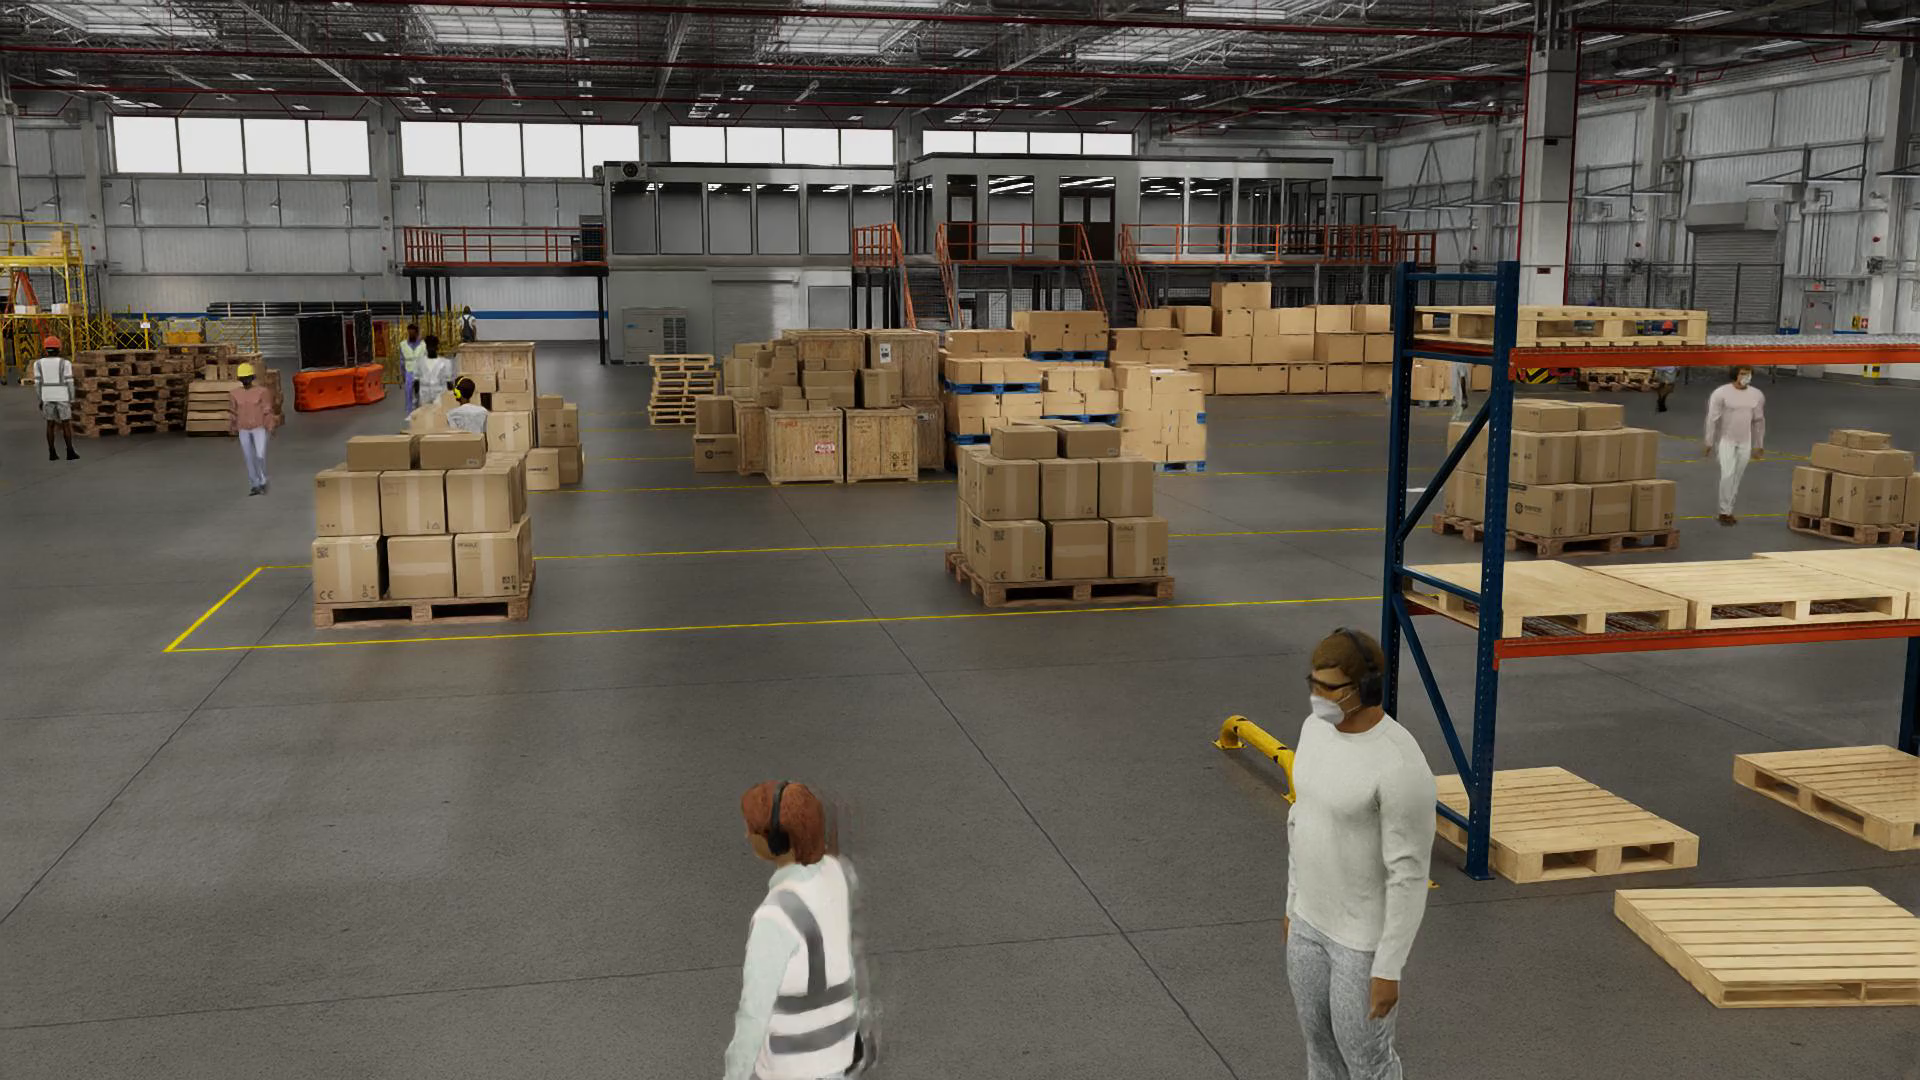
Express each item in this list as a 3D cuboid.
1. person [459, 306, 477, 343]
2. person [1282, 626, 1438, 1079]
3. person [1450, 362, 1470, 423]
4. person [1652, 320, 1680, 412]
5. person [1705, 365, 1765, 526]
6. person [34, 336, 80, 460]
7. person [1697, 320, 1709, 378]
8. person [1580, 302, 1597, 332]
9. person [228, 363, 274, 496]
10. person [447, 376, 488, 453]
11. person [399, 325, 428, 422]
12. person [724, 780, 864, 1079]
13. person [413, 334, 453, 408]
[{"bbox_3d":[-14.807,-6.123,50.095,0.505,1.846,0.346,0,9,-2],"label":"person"},{"bbox_3d":[1.185,1.210,5.119,0.373,1.937,0.630,-3,10,-20],"label":"person"},{"bbox_3d":[8.046,-2.297,26.686,0.328,1.876,0.513,0,9,0],"label":"person"},{"bbox_3d":[14.600,-3.593,34.443,0.566,1.922,0.600,8,12,41],"label":"person"},{"bbox_3d":[9.019,-1.103,19.266,0.661,1.915,0.676,-1,9,-6],"label":"person"},{"bbox_3d":[-14.097,-2.206,25.937,0.547,1.938,0.379,-2,9,-11],"label":"person"},{"bbox_3d":[20.056,-5.209,44.874,0.399,1.716,0.516,6,11,31],"label":"person"},{"bbox_3d":[19.993,-6.562,52.549,0.629,1.904,0.921,-2,9,-10],"label":"person"},{"bbox_3d":[-9.319,-1.444,21.833,0.556,1.747,0.485,-1,9,-6],"label":"person"},{"bbox_3d":[-5.167,-0.782,17.449,0.328,1.877,0.513,6,11,33],"label":"person"},{"bbox_3d":[-10.602,-3.230,32.348,0.595,1.889,0.851,-1,9,-8],"label":"person"},{"bbox_3d":[-0.495,1.454,4.679,0.869,1.586,0.535,2,10,13],"label":"person"},{"bbox_3d":[-8.375,-2.300,26.464,0.637,1.952,0.498,0,9,-2],"label":"person"}]
